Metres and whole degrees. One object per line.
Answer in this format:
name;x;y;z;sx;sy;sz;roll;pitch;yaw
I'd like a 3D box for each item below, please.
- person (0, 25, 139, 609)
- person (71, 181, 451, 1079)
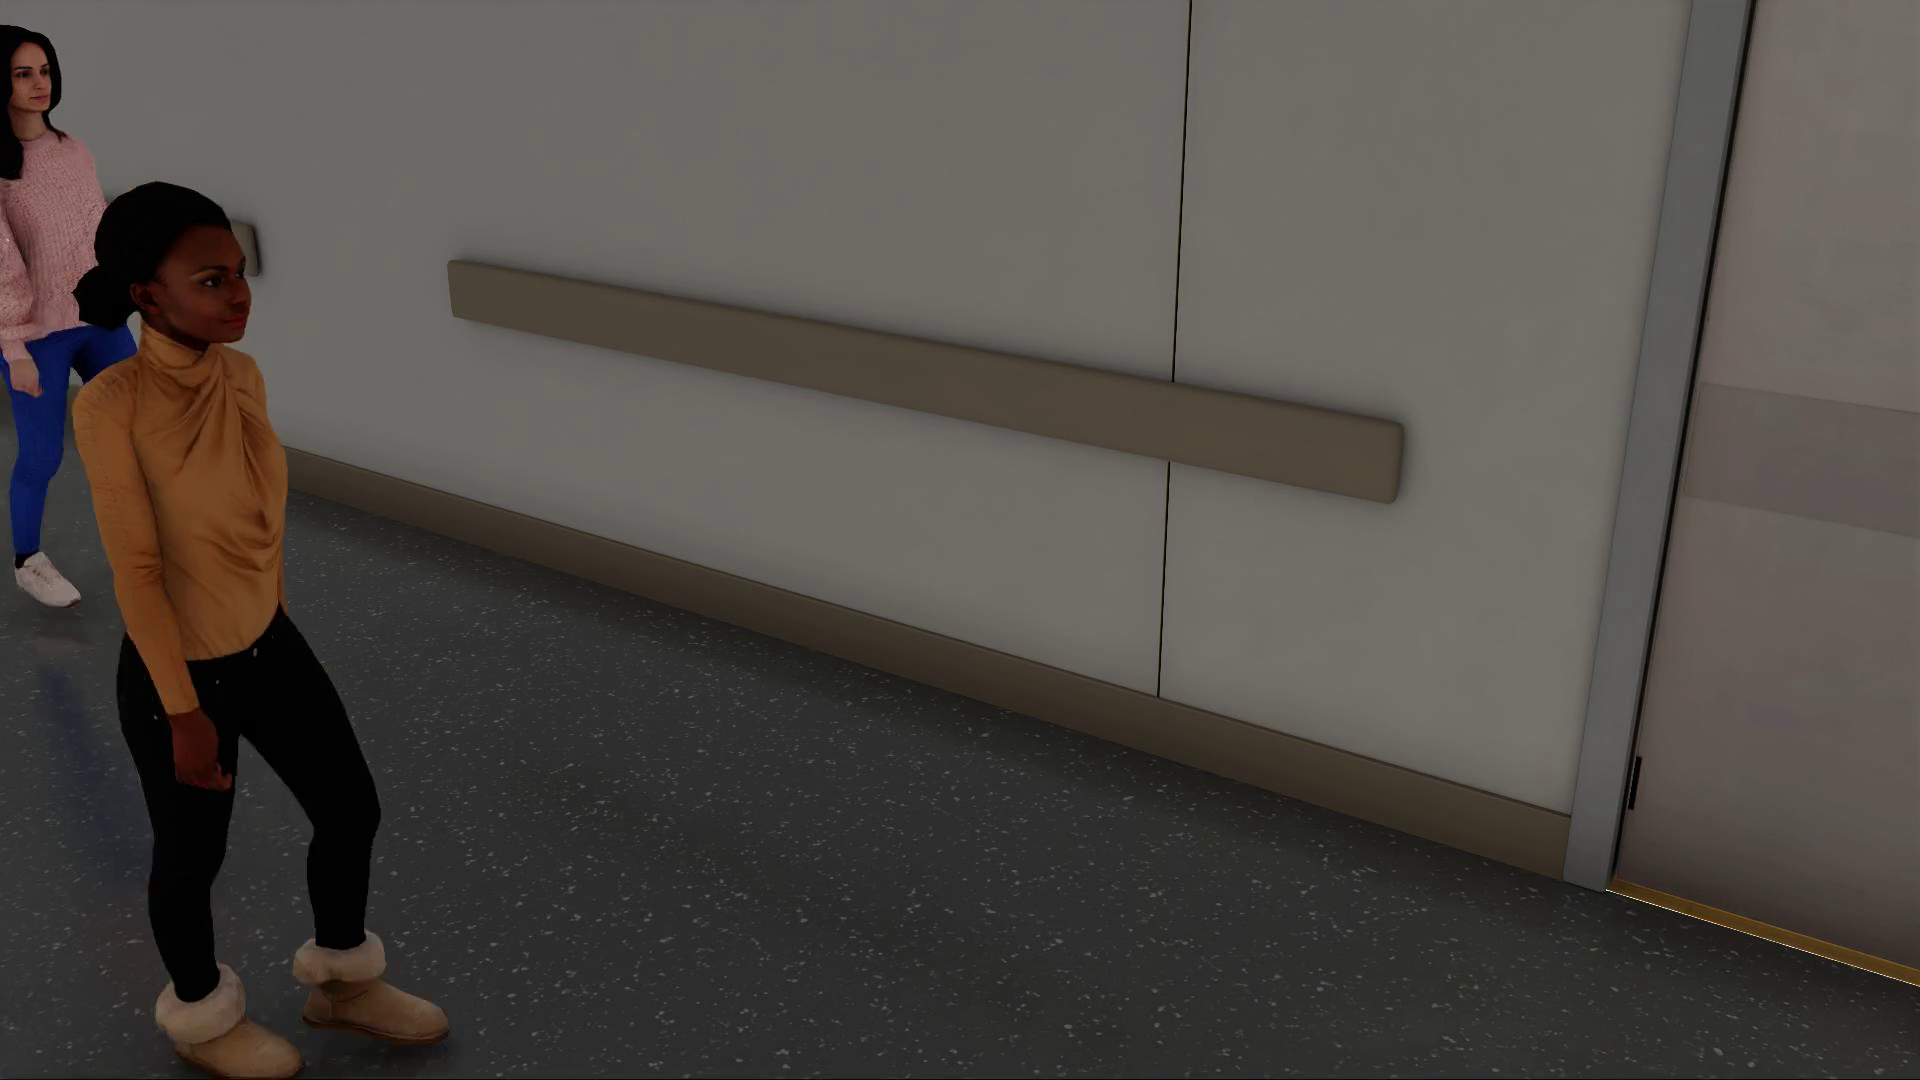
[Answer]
person;-2.642;-0.543;4.789;0.858;1.715;1.158;10;23;24
person;-1.363;0.216;2.884;0.758;1.644;0.718;8;22;20
